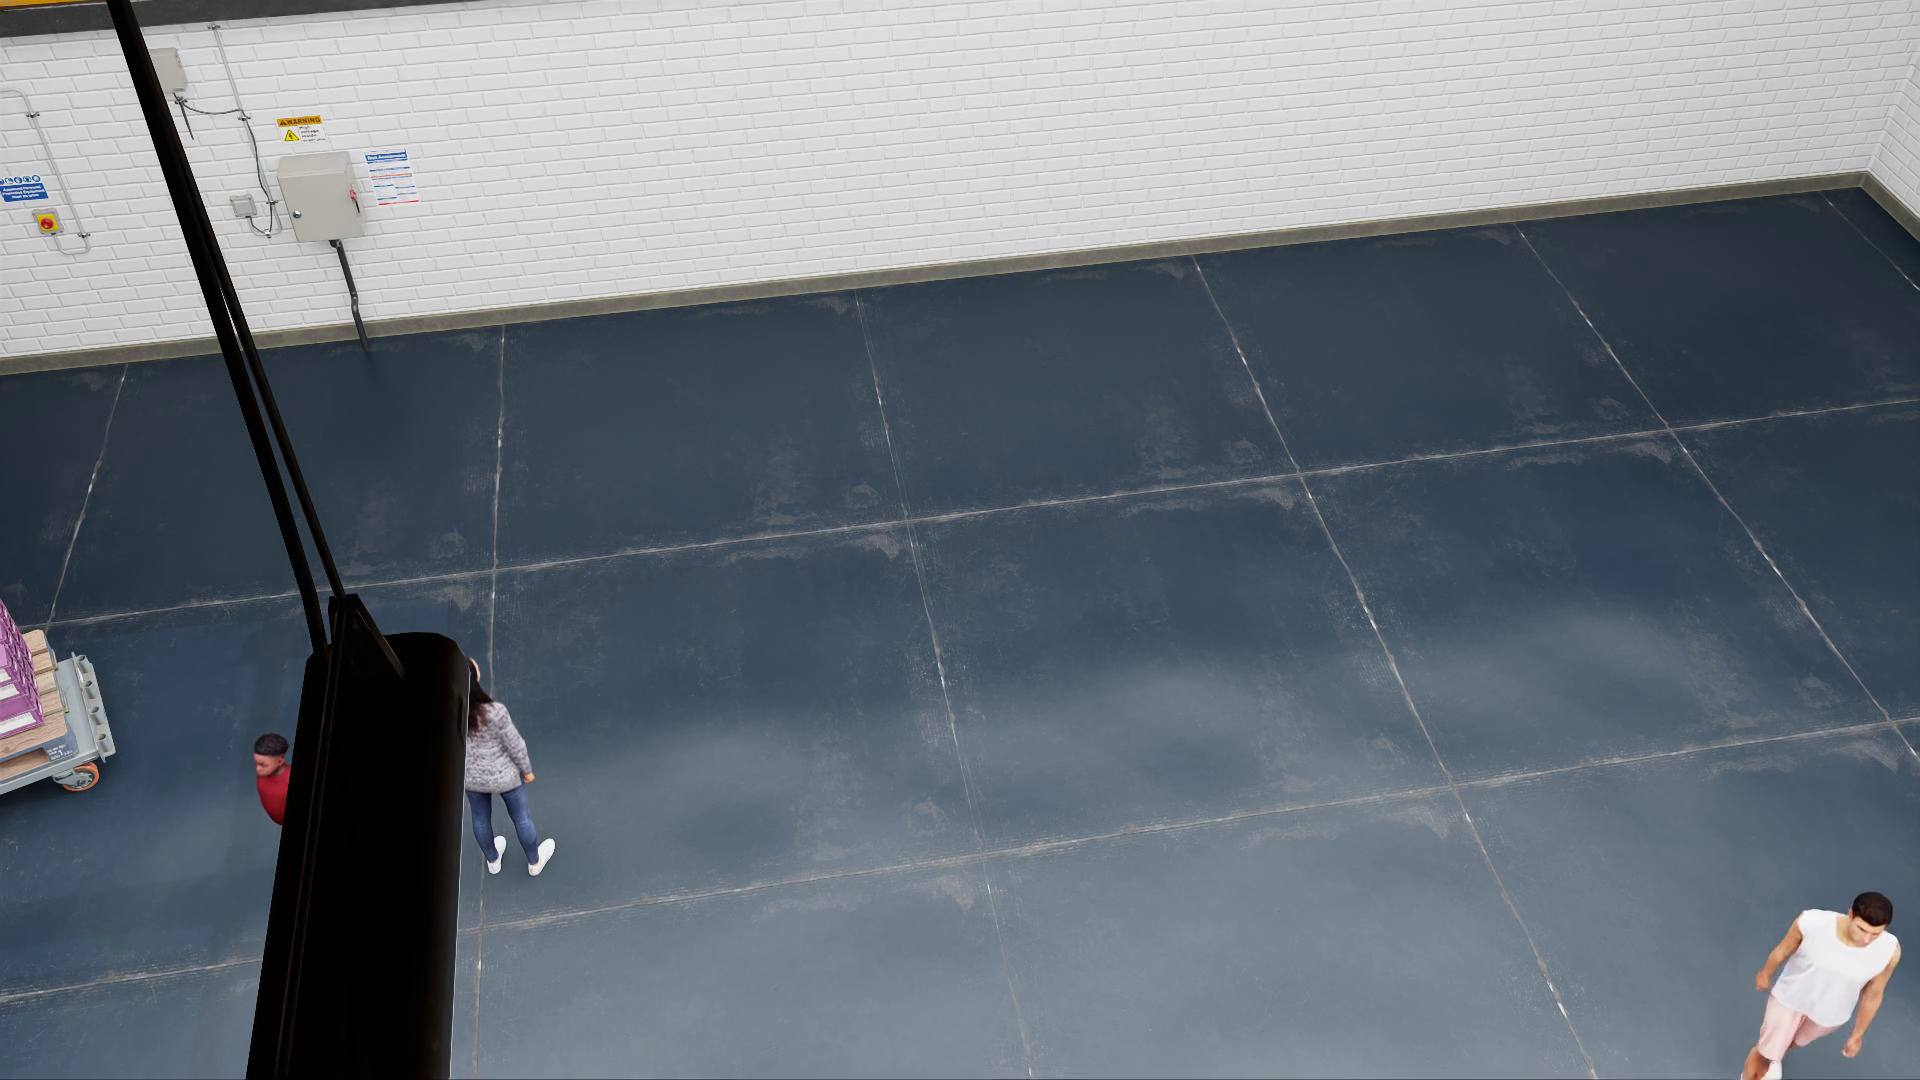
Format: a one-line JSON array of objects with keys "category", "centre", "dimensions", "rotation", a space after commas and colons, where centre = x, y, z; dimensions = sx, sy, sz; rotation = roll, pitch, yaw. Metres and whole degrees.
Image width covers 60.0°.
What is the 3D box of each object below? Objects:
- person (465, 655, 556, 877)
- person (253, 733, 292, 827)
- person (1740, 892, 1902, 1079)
[{"category": "person", "centre": [-2.671, 1.290, 9.401], "dimensions": [0.670, 1.731, 0.609], "rotation": [3, 44, 4]}, {"category": "person", "centre": [-3.776, 1.538, 9.486], "dimensions": [0.579, 1.254, 0.621], "rotation": [18, 47, 18]}, {"category": "person", "centre": [4.316, 2.235, 8.391], "dimensions": [0.941, 1.757, 1.063], "rotation": [16, 46, 16]}]
